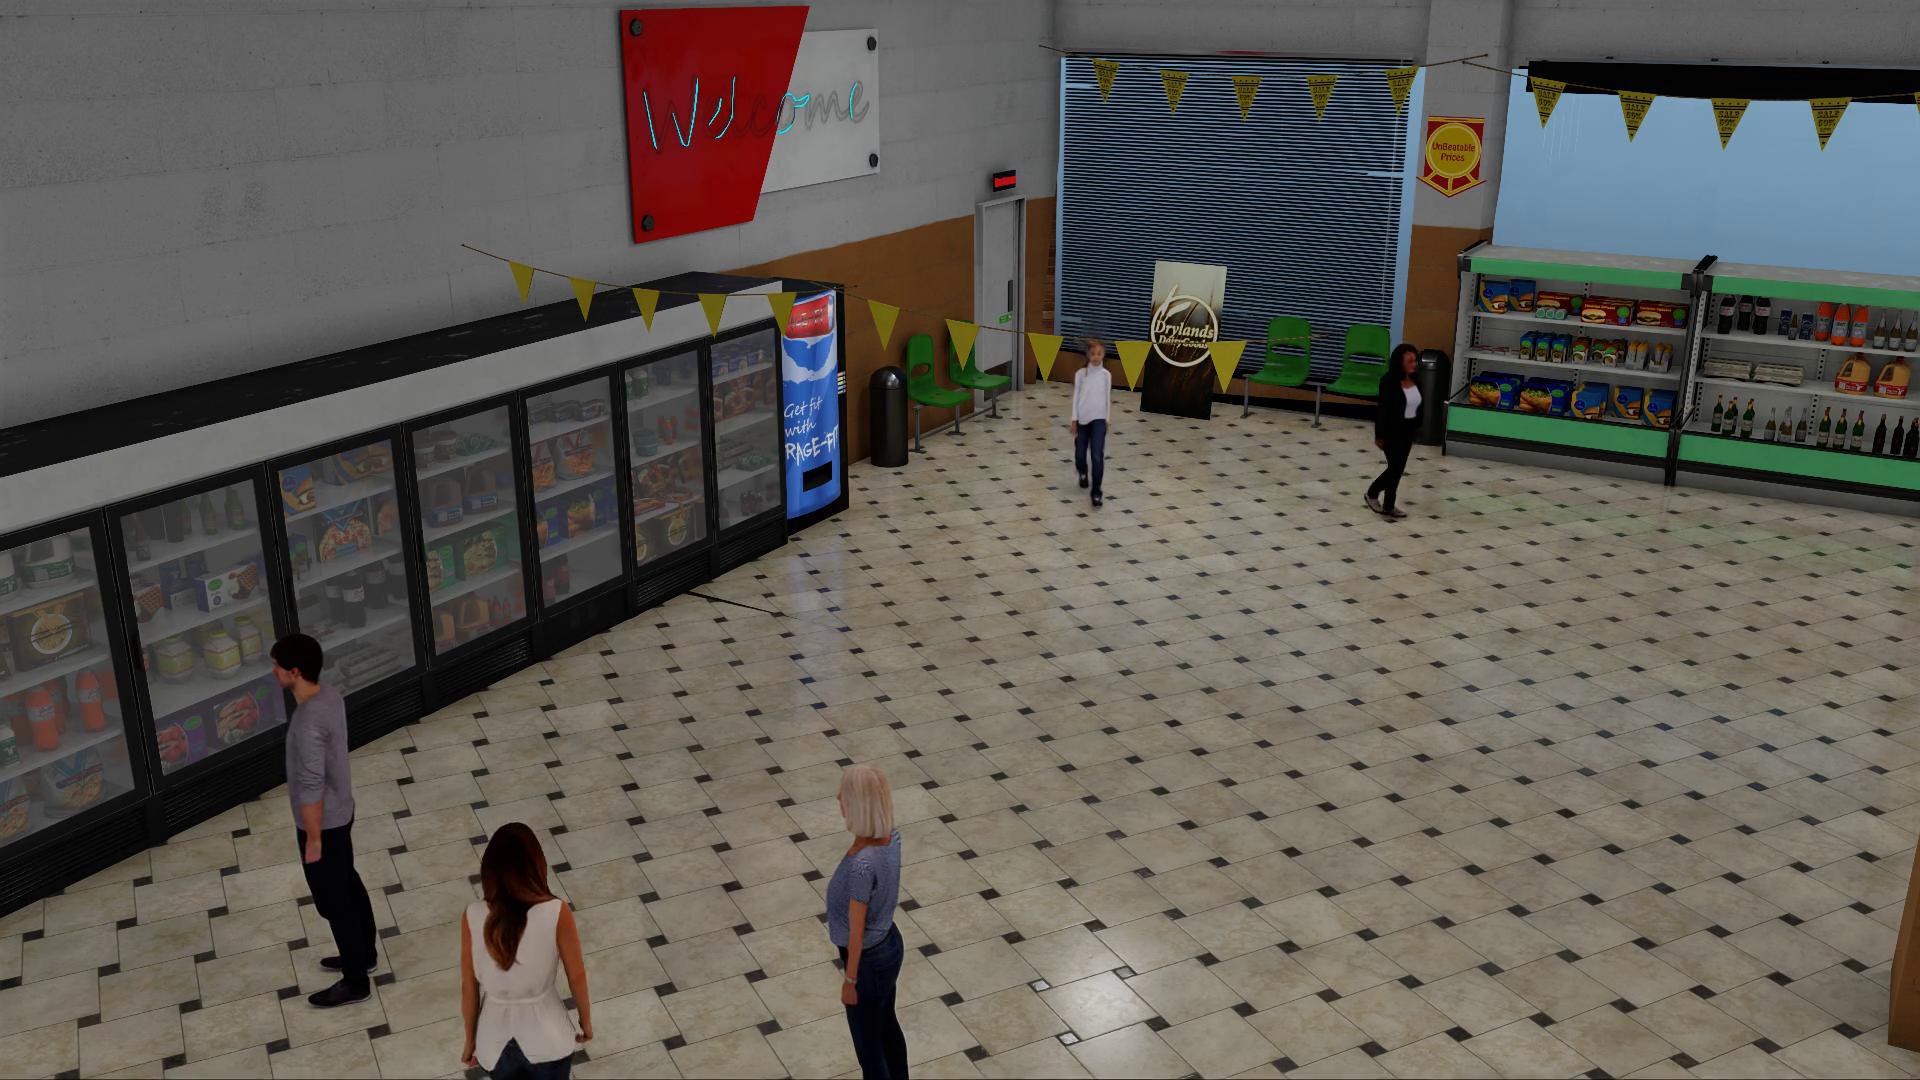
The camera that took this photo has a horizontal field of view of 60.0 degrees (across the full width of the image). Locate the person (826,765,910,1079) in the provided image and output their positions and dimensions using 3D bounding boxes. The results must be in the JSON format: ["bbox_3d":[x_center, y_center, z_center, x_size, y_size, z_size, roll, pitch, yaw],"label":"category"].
[{"bbox_3d":[-0.353,1.710,6.811,0.610,1.722,0.618,3,19,10],"label":"person"}]

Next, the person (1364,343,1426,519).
[{"bbox_3d":[3.869,-0.992,15.005,0.732,1.605,0.767,-16,24,-38],"label":"person"}]

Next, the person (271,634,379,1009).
[{"bbox_3d":[-2.987,1.300,7.840,0.766,1.841,0.715,-4,19,-12],"label":"person"}]

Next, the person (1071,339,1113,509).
[{"bbox_3d":[1.211,-1.118,15.504,1.063,1.526,0.899,1,19,4],"label":"person"}]

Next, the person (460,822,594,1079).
[{"bbox_3d":[-1.623,1.907,6.137,0.681,1.779,0.782,0,19,-1],"label":"person"}]
